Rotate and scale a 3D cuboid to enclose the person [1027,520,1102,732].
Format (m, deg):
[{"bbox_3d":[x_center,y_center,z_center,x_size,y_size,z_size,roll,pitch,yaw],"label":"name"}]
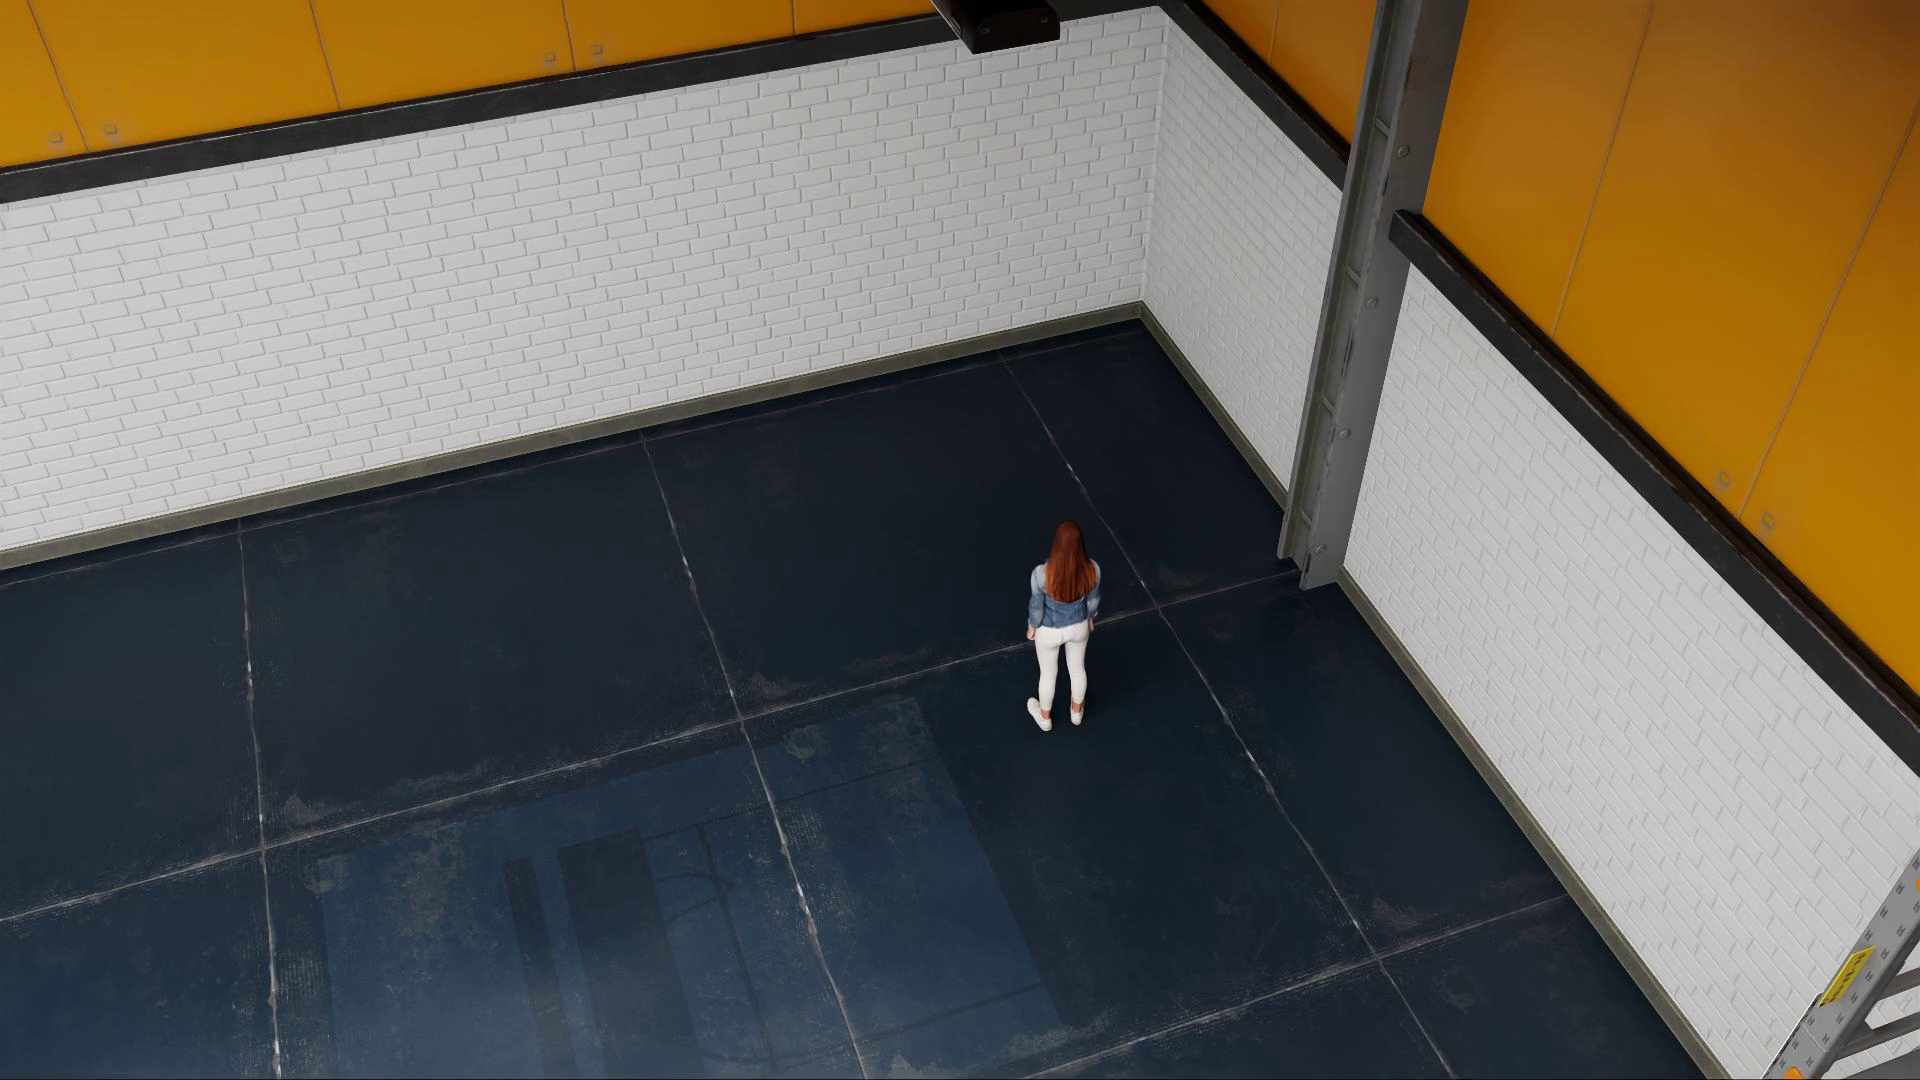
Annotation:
[{"bbox_3d":[0.643,0.548,10.312,0.637,1.702,0.550,-9,44,-10],"label":"person"}]
